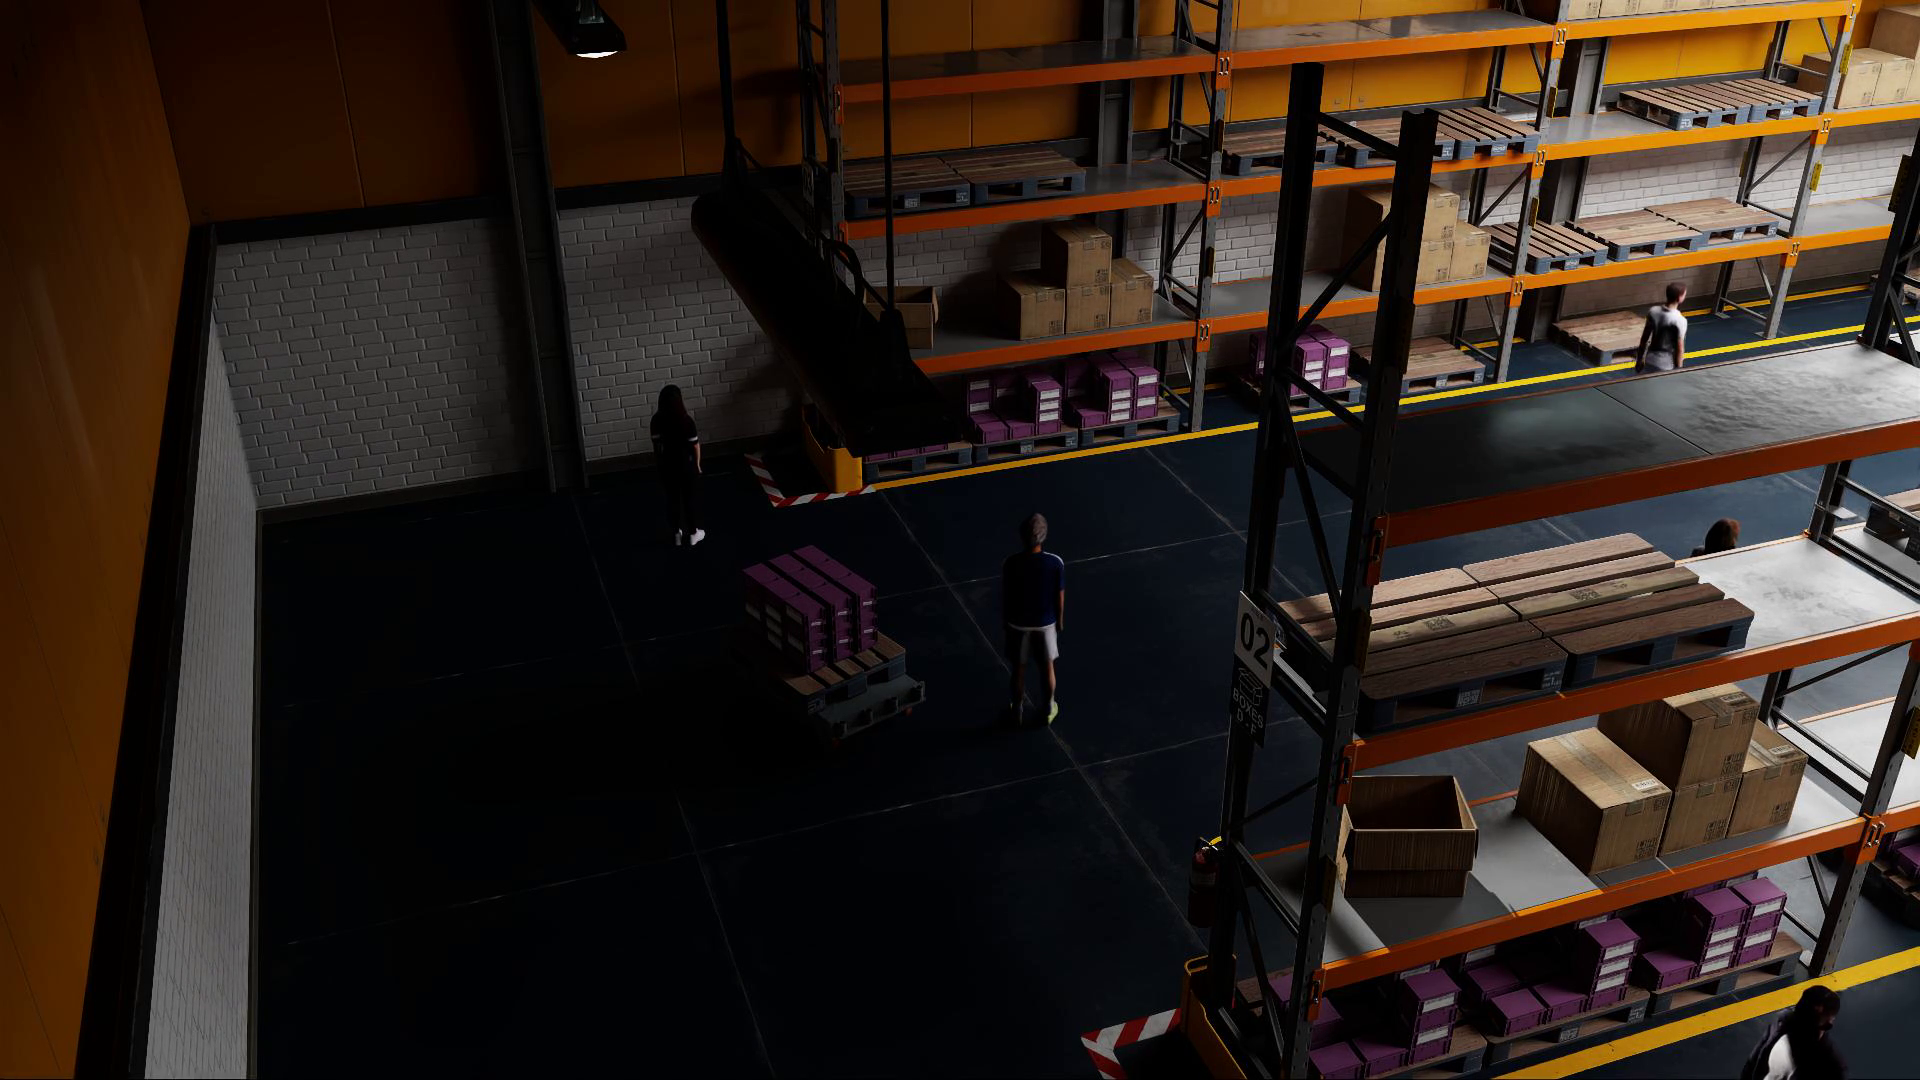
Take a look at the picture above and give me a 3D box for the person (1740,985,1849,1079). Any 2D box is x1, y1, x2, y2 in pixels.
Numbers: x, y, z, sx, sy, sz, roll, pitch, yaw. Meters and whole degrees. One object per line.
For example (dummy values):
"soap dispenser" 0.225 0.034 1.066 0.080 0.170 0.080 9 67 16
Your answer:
"person" 4.357 3.028 8.717 1.135 1.798 0.759 -7 29 -12

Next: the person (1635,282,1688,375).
"person" 7.332 -1.825 17.572 0.791 1.837 0.667 -12 31 -20

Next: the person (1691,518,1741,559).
"person" 5.874 0.625 13.124 0.572 1.796 0.631 -17 33 -29

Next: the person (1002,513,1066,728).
"person" 0.566 0.634 13.066 0.593 1.836 0.758 0 29 -1

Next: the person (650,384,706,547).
"person" -2.667 -0.709 15.731 0.655 1.641 0.757 3 29 5
